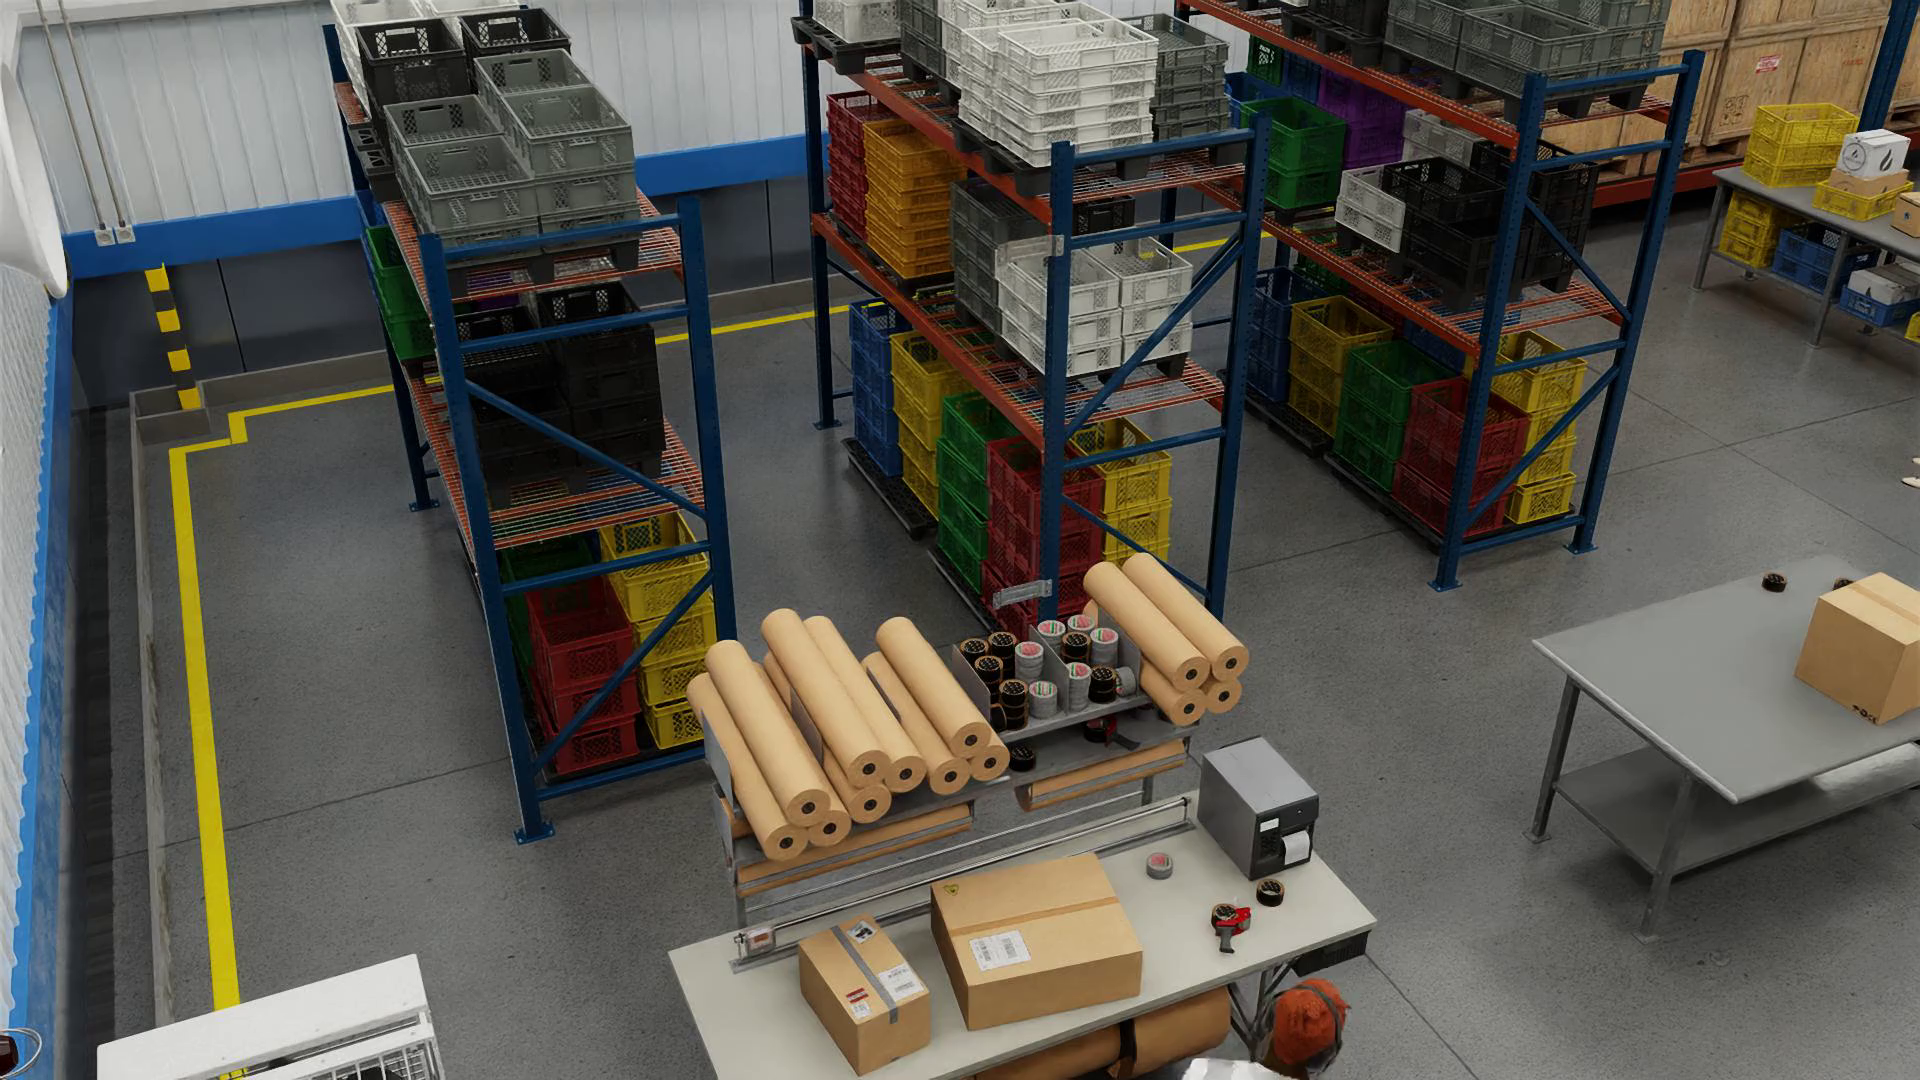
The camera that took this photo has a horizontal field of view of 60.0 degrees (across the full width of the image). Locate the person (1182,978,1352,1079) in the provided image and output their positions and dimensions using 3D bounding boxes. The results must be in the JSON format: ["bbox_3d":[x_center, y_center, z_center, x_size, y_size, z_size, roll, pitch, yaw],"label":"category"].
[{"bbox_3d":[0.913,2.077,5.093,0.575,1.843,0.754,11,33,17],"label":"person"}]

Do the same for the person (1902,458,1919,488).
[{"bbox_3d":[6.319,-1.137,10.388,0.311,1.768,0.524,23,38,32],"label":"person"}]
